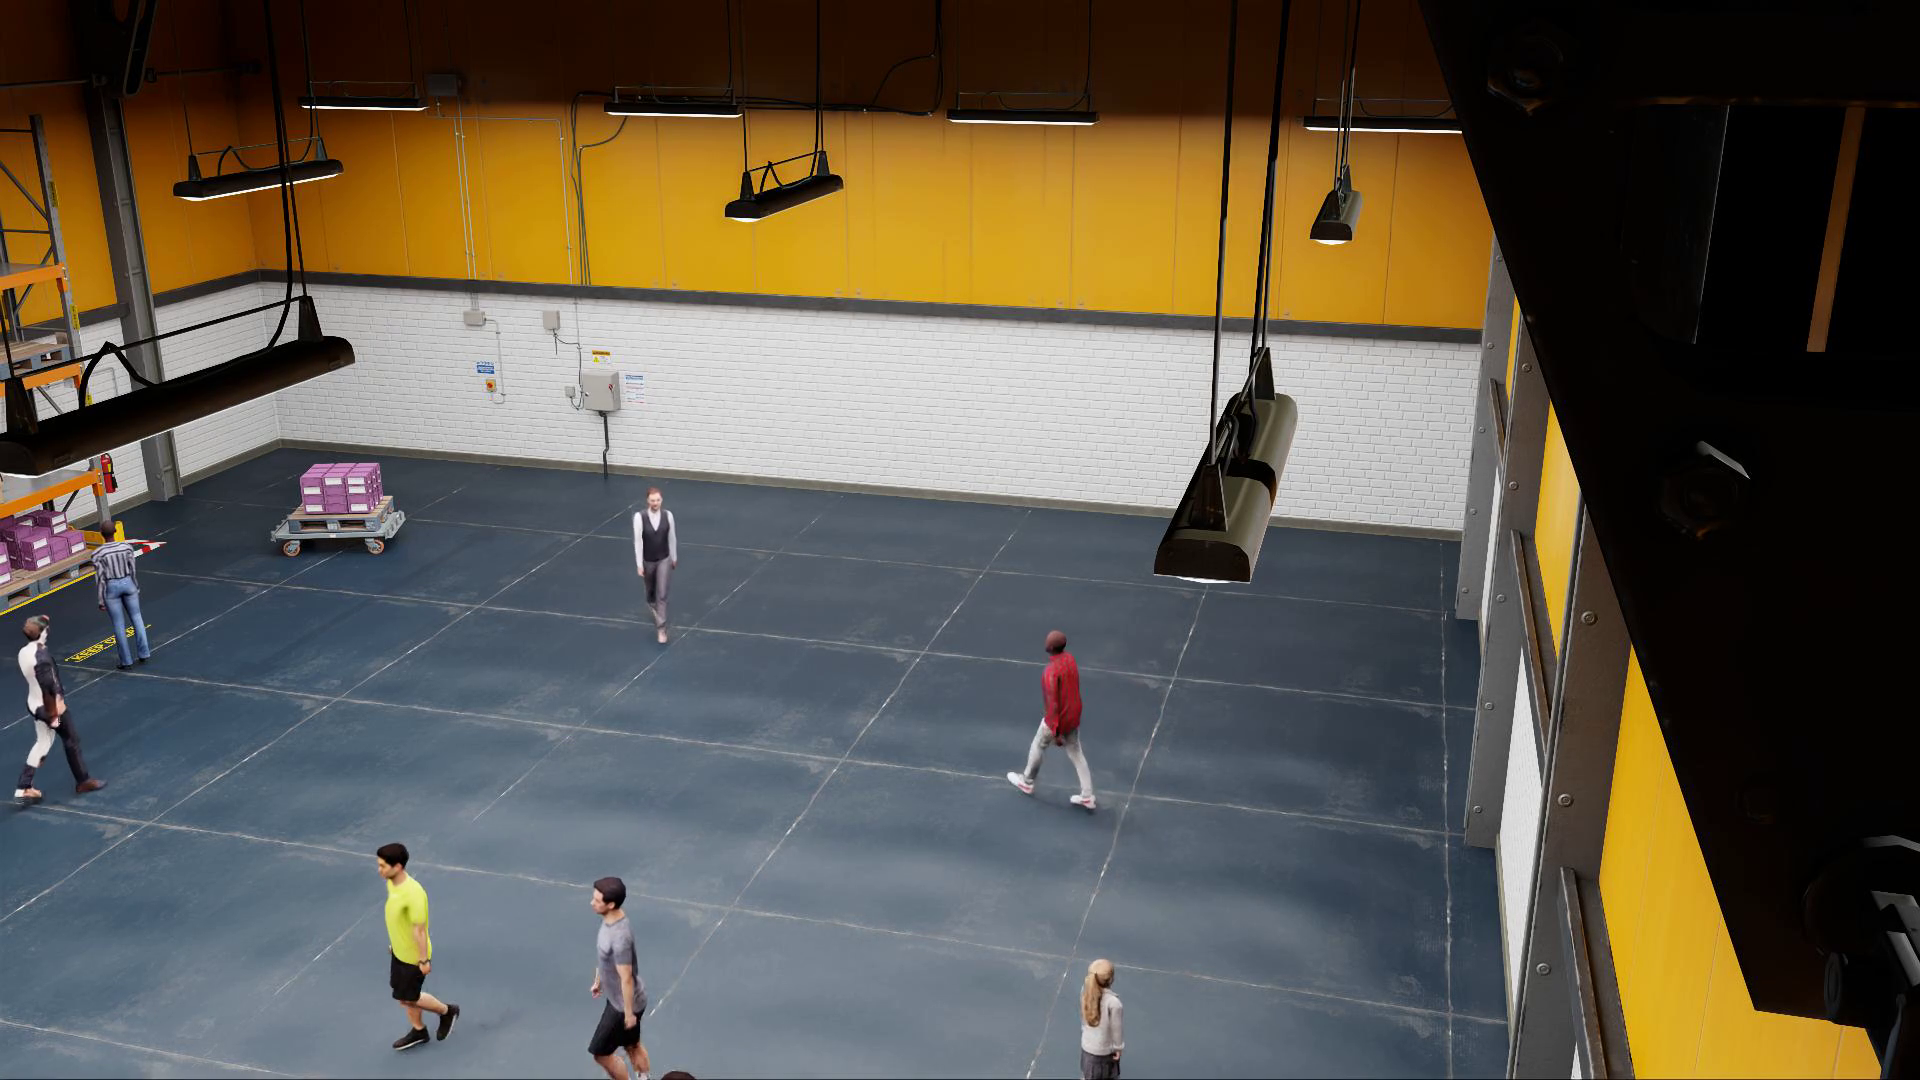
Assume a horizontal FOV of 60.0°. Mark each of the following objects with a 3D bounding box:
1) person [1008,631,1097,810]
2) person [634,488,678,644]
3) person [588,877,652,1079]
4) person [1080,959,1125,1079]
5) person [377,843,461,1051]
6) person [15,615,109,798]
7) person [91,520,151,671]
[{"bbox_3d":[1.047,1.742,15.911,1.082,1.774,1.244,16,24,39],"label":"person"},{"bbox_3d":[-3.706,0.239,20.210,1.053,1.878,1.310,-5,19,-15],"label":"person"},{"bbox_3d":[-2.246,3.165,11.551,0.879,1.859,0.801,-5,19,-13],"label":"person"},{"bbox_3d":[0.963,3.470,11.560,0.643,1.274,0.608,-15,24,-38],"label":"person"},{"bbox_3d":[-4.006,2.993,12.322,0.883,1.693,0.818,-16,24,-39],"label":"person"},{"bbox_3d":[-8.878,1.651,16.031,0.982,1.869,1.164,15,24,38],"label":"person"},{"bbox_3d":[-9.686,0.628,19.186,0.760,1.795,0.628,16,24,39],"label":"person"}]
